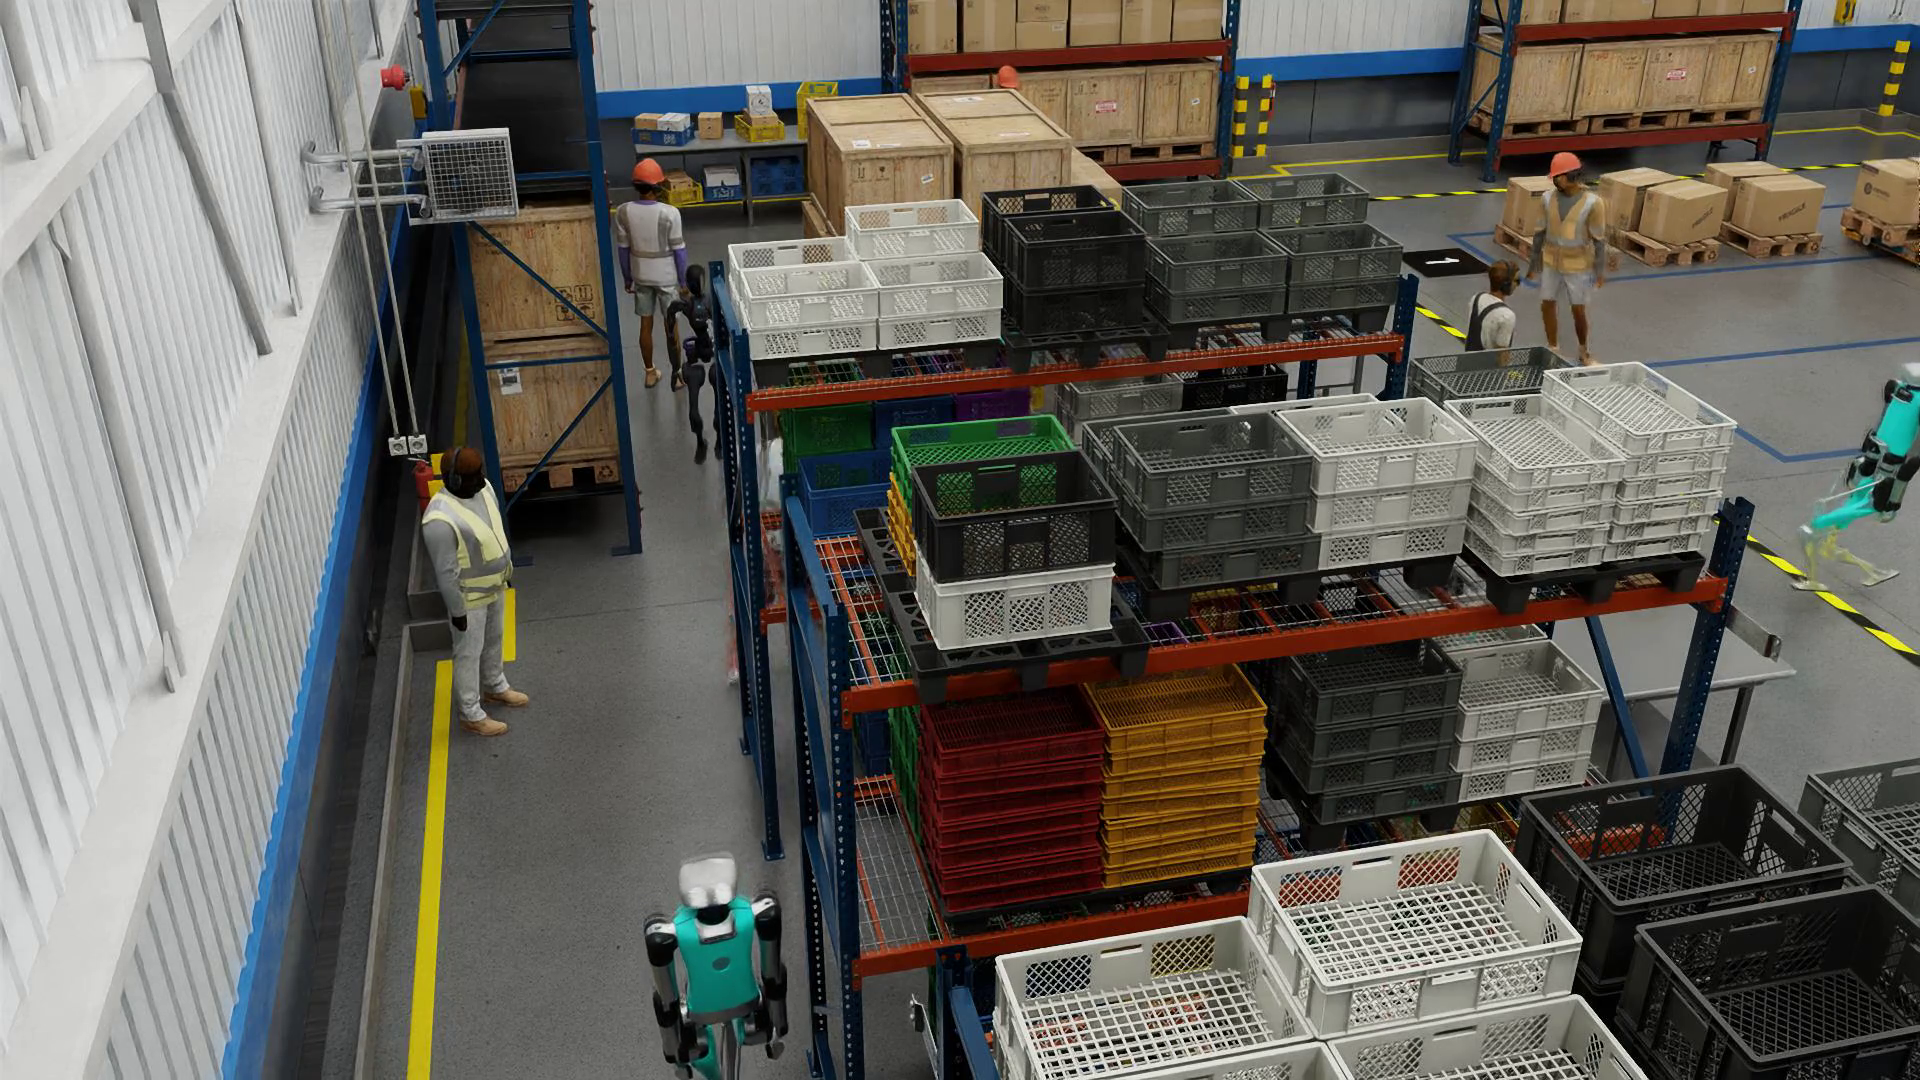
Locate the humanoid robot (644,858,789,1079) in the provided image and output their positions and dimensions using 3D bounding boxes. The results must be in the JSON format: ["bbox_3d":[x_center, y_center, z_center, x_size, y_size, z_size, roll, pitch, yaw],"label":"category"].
[{"bbox_3d":[-1.012,1.917,6.873,0.544,1.758,1.033,-9,29,-16],"label":"humanoid robot"}]

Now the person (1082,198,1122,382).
[{"bbox_3d":[1.241,-2.072,14.372,0.524,1.765,0.326,7,29,13],"label":"person"}]

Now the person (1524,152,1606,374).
[{"bbox_3d":[5.487,-2.474,14.900,0.540,1.992,0.750,-25,37,-39],"label":"person"}]

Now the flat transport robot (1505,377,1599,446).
[{"bbox_3d":[4.780,-1.036,14.013,0.659,0.231,1.431,-6,28,-12],"label":"flat transport robot"}]

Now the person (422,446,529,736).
[{"bbox_3d":[-2.850,0.284,9.836,0.430,1.836,0.623,6,28,12],"label":"person"}]

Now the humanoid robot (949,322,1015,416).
[{"bbox_3d":[0.163,-1.223,12.647,0.533,1.677,0.735,2,28,3],"label":"humanoid robot"}]

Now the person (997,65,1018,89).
[{"bbox_3d":[0.461,-4.283,18.404,0.614,1.926,0.421,-4,28,-8],"label":"person"}]

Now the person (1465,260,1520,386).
[{"bbox_3d":[4.015,-1.254,12.746,0.335,1.839,0.505,-9,29,-16],"label":"person"}]

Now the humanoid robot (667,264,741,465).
[{"bbox_3d":[-2.000,-1.390,13.180,0.612,1.647,0.463,-4,28,-7],"label":"humanoid robot"}]

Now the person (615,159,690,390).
[{"bbox_3d":[-2.656,-2.306,14.521,0.604,2.045,0.384,6,28,11],"label":"person"}]

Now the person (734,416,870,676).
[{"bbox_3d":[-1.046,-0.023,10.399,1.041,1.848,0.695,-17,32,-29],"label":"person"}]

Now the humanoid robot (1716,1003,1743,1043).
[{"bbox_3d":[2.329,2.413,6.015,0.744,1.895,0.556,0,28,0],"label":"humanoid robot"}]

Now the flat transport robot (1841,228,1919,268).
[{"bbox_3d":[10.430,-3.261,18.203,0.652,0.197,1.431,-6,28,-12],"label":"flat transport robot"}]

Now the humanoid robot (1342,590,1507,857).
[{"bbox_3d":[2.308,1.033,8.569,0.912,1.798,0.548,7,29,14],"label":"humanoid robot"}]

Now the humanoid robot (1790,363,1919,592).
[{"bbox_3d":[5.996,-0.354,11.145,1.015,1.720,0.536,-1,28,-2],"label":"humanoid robot"}]

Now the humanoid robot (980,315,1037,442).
[{"bbox_3d":[0.433,-0.846,12.103,0.672,1.823,0.540,-2,28,-3],"label":"humanoid robot"}]

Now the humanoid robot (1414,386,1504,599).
[{"bbox_3d":[3.316,-0.285,11.077,0.401,1.643,0.585,6,28,12],"label":"humanoid robot"}]
